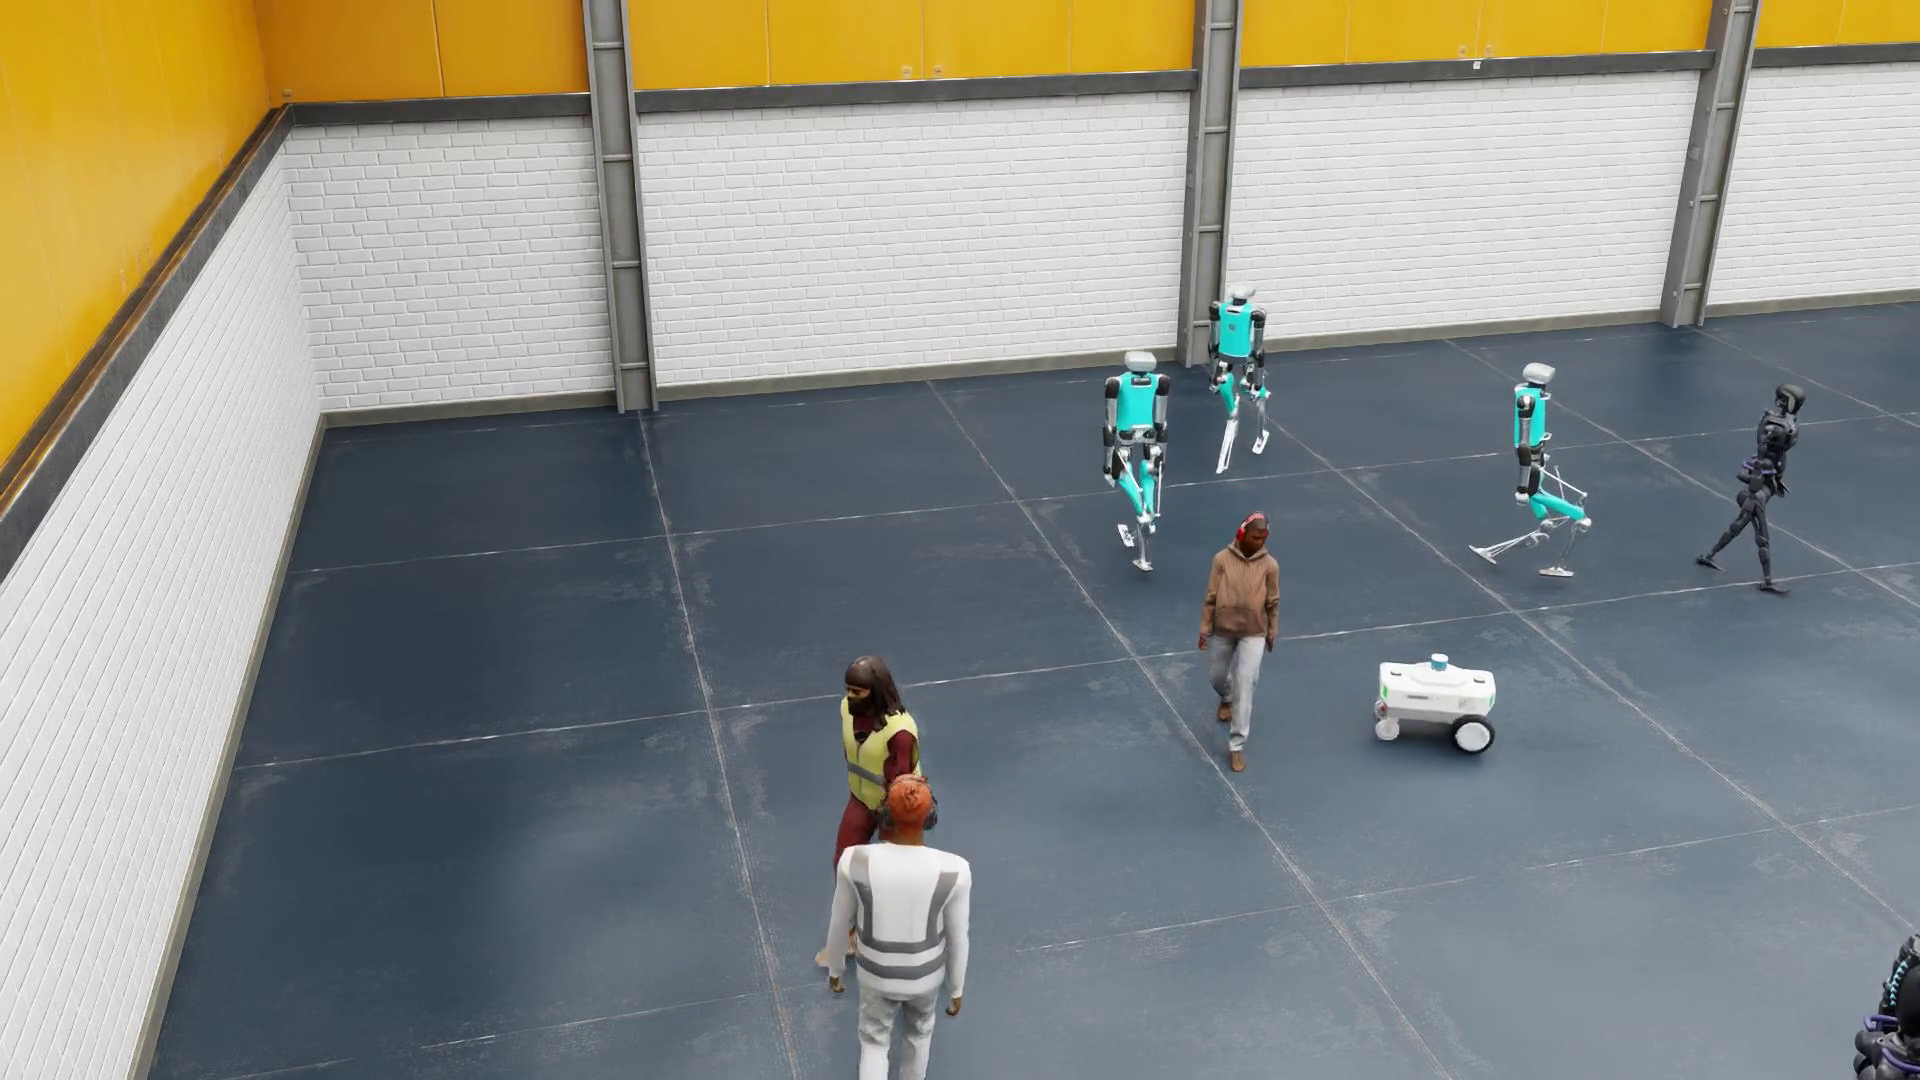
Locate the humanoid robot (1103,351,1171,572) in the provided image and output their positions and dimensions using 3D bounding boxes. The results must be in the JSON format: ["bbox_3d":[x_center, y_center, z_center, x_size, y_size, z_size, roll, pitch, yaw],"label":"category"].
[{"bbox_3d":[1.402,-0.545,12.761,0.551,1.730,1.011,-7,25,-16],"label":"humanoid robot"}]

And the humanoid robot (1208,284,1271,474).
[{"bbox_3d":[2.603,-1.509,15.041,0.530,1.782,1.030,15,28,31],"label":"humanoid robot"}]

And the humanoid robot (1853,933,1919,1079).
[{"bbox_3d":[3.733,2.158,6.702,0.440,1.644,0.606,2,24,6],"label":"humanoid robot"}]

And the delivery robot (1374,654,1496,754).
[{"bbox_3d":[3.065,1.020,10.688,0.789,0.593,0.499,4,24,10],"label":"delivery robot"}]

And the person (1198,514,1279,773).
[{"bbox_3d":[1.744,0.568,10.394,0.473,1.610,0.741,7,25,16],"label":"person"}]

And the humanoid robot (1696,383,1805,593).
[{"bbox_3d":[6.113,-0.432,12.659,0.785,1.623,0.609,21,32,40],"label":"humanoid robot"}]

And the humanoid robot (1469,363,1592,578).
[{"bbox_3d":[4.462,-0.466,12.601,1.032,1.736,0.545,11,26,24],"label":"humanoid robot"}]

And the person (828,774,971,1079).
[{"bbox_3d":[-0.263,1.893,7.086,0.626,1.861,0.772,1,24,2],"label":"person"}]

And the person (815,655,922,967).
[{"bbox_3d":[-0.454,1.385,8.389,0.483,1.743,0.776,17,29,34],"label":"person"}]
